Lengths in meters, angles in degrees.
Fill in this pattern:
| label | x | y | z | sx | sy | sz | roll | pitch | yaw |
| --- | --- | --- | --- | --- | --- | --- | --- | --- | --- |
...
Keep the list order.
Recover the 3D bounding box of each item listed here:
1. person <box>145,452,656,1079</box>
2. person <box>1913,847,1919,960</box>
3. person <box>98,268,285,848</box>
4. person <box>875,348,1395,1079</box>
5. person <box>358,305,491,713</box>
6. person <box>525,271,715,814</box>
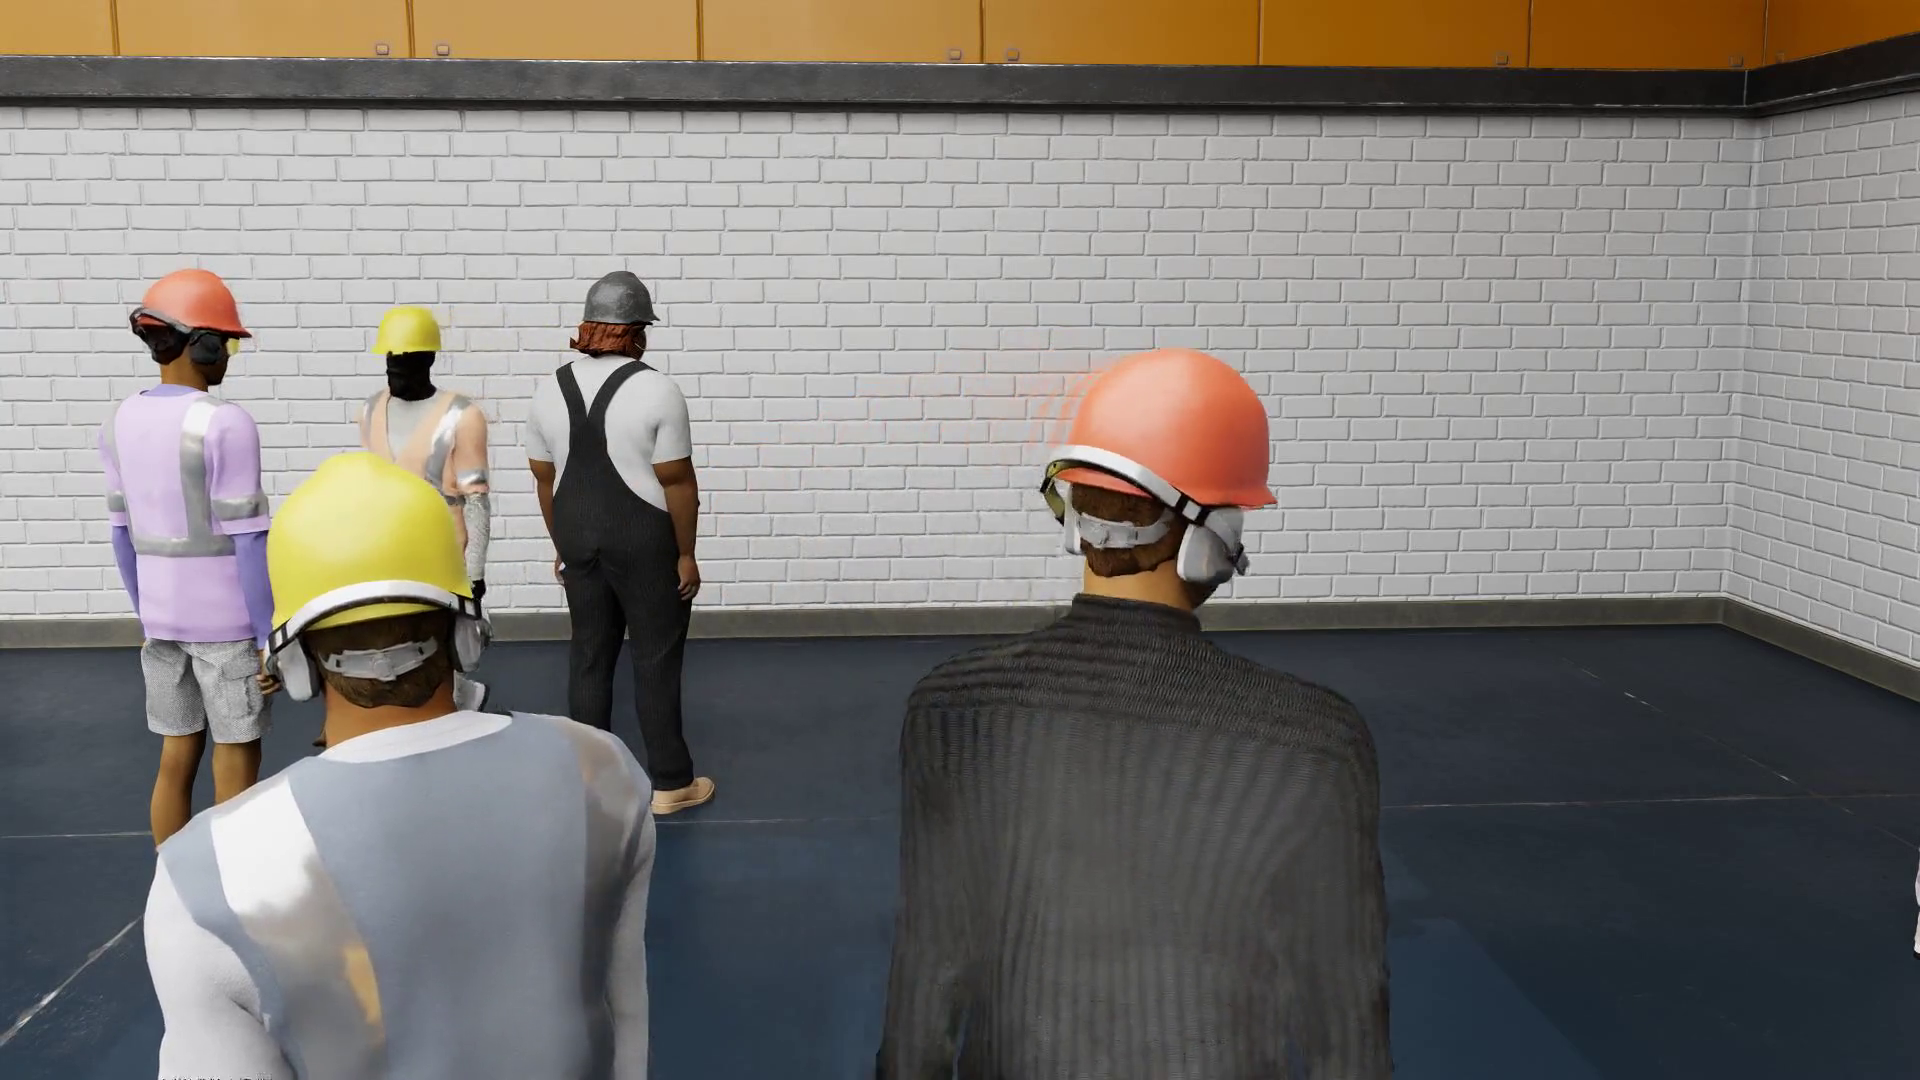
| label | x | y | z | sx | sy | sz | roll | pitch | yaw |
| --- | --- | --- | --- | --- | --- | --- | --- | --- | --- |
| person | -0.619 | 0.814 | 1.916 | 0.404 | 1.828 | 0.592 | 8 | 12 | 42 |
| person | 3.003 | 0.336 | 4.680 | 0.407 | 1.906 | 0.638 | -1 | 9 | -9 |
| person | -2.209 | 0.232 | 4.903 | 0.608 | 2.042 | 0.375 | 4 | 10 | 26 |
| person | 0.164 | 0.757 | 1.963 | 0.611 | 1.958 | 0.979 | 6 | 11 | 34 |
| person | -2.076 | 0.036 | 6.530 | 0.611 | 1.912 | 0.579 | 4 | 10 | 24 |
| person | -1.250 | 0.007 | 6.317 | 0.675 | 2.000 | 0.536 | 4 | 10 | 22 |
